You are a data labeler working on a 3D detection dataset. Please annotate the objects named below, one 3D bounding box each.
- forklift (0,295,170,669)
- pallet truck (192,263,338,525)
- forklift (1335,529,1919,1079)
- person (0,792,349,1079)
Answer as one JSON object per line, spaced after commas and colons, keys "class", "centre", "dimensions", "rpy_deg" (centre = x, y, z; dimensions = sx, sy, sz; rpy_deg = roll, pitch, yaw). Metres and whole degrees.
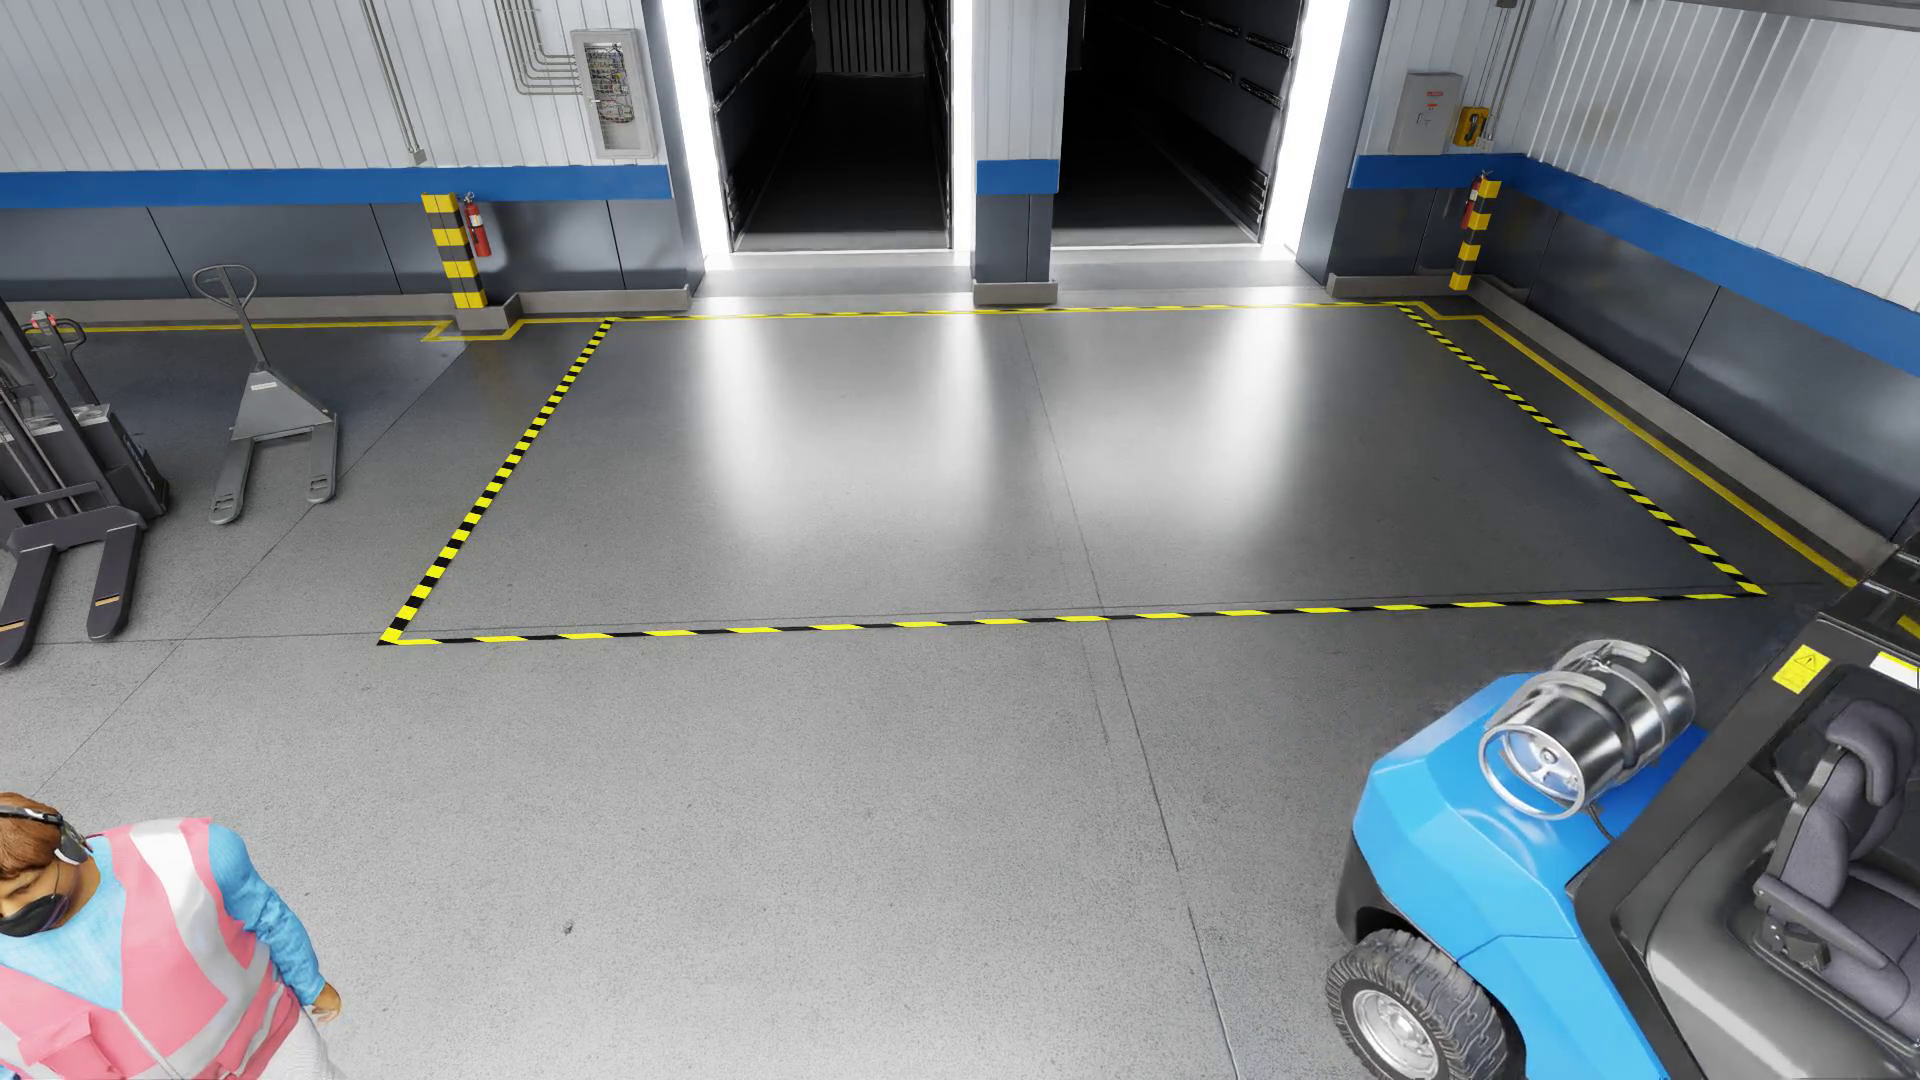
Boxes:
{"class": "forklift", "centre": [-5.212, -0.618, 4.878], "dimensions": [0.823, 1.965, 1.885], "rpy_deg": [-20, 39, -26]}
{"class": "pallet truck", "centre": [-4.778, -1.027, 6.128], "dimensions": [0.680, 1.201, 1.601], "rpy_deg": [-17, 38, -23]}
{"class": "forklift", "centre": [2.428, 1.056, 2.162], "dimensions": [1.157, 2.036, 2.680], "rpy_deg": [-21, 40, -27]}
{"class": "person", "centre": [-1.904, 1.287, 2.275], "dimensions": [0.429, 1.842, 0.632], "rpy_deg": [28, 44, 34]}
